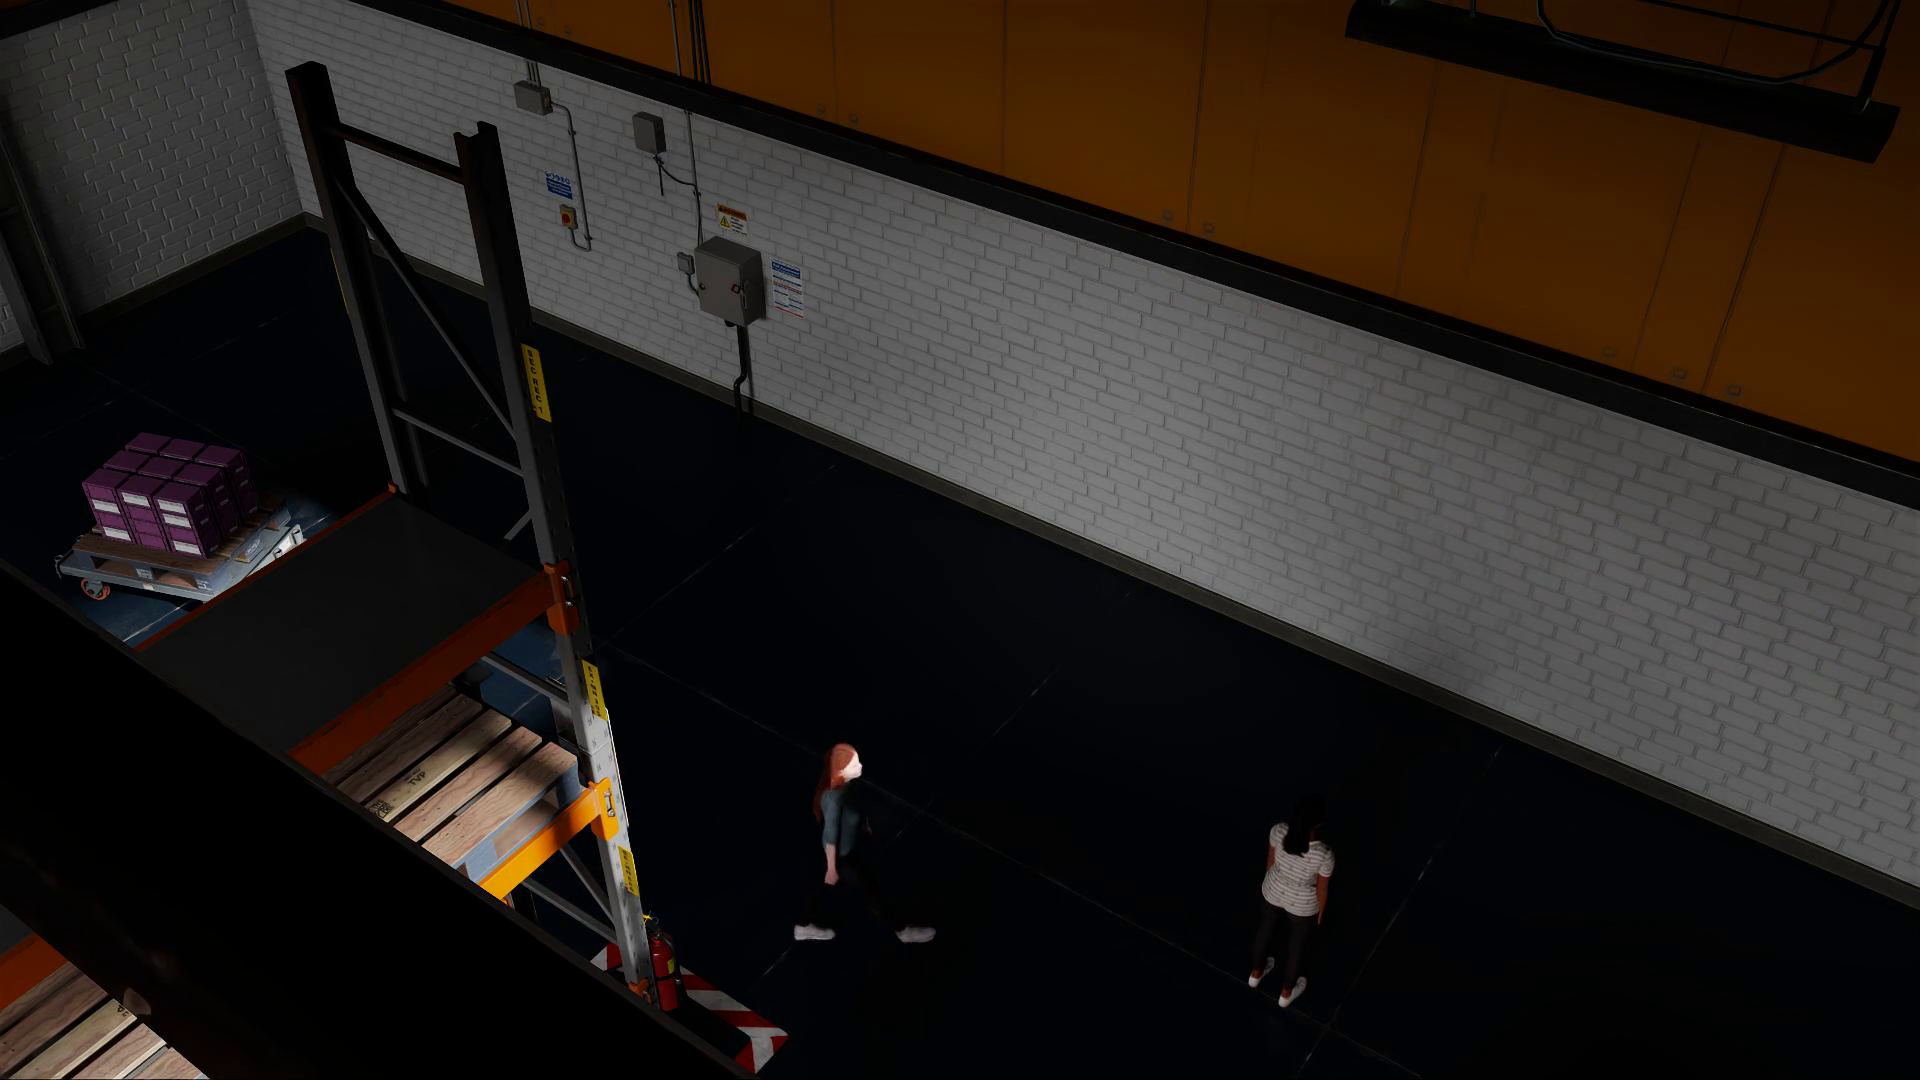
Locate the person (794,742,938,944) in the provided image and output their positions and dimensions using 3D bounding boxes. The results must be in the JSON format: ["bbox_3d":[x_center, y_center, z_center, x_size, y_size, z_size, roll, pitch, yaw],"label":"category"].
[{"bbox_3d":[-0.781,1.842,9.891,1.048,1.691,1.141,2,39,3],"label":"person"}]

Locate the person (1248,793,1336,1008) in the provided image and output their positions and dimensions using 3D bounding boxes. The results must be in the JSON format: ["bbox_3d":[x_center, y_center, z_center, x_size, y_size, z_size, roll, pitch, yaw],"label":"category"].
[{"bbox_3d":[1.918,2.073,9.640,0.548,1.644,0.496,24,45,27],"label":"person"}]
